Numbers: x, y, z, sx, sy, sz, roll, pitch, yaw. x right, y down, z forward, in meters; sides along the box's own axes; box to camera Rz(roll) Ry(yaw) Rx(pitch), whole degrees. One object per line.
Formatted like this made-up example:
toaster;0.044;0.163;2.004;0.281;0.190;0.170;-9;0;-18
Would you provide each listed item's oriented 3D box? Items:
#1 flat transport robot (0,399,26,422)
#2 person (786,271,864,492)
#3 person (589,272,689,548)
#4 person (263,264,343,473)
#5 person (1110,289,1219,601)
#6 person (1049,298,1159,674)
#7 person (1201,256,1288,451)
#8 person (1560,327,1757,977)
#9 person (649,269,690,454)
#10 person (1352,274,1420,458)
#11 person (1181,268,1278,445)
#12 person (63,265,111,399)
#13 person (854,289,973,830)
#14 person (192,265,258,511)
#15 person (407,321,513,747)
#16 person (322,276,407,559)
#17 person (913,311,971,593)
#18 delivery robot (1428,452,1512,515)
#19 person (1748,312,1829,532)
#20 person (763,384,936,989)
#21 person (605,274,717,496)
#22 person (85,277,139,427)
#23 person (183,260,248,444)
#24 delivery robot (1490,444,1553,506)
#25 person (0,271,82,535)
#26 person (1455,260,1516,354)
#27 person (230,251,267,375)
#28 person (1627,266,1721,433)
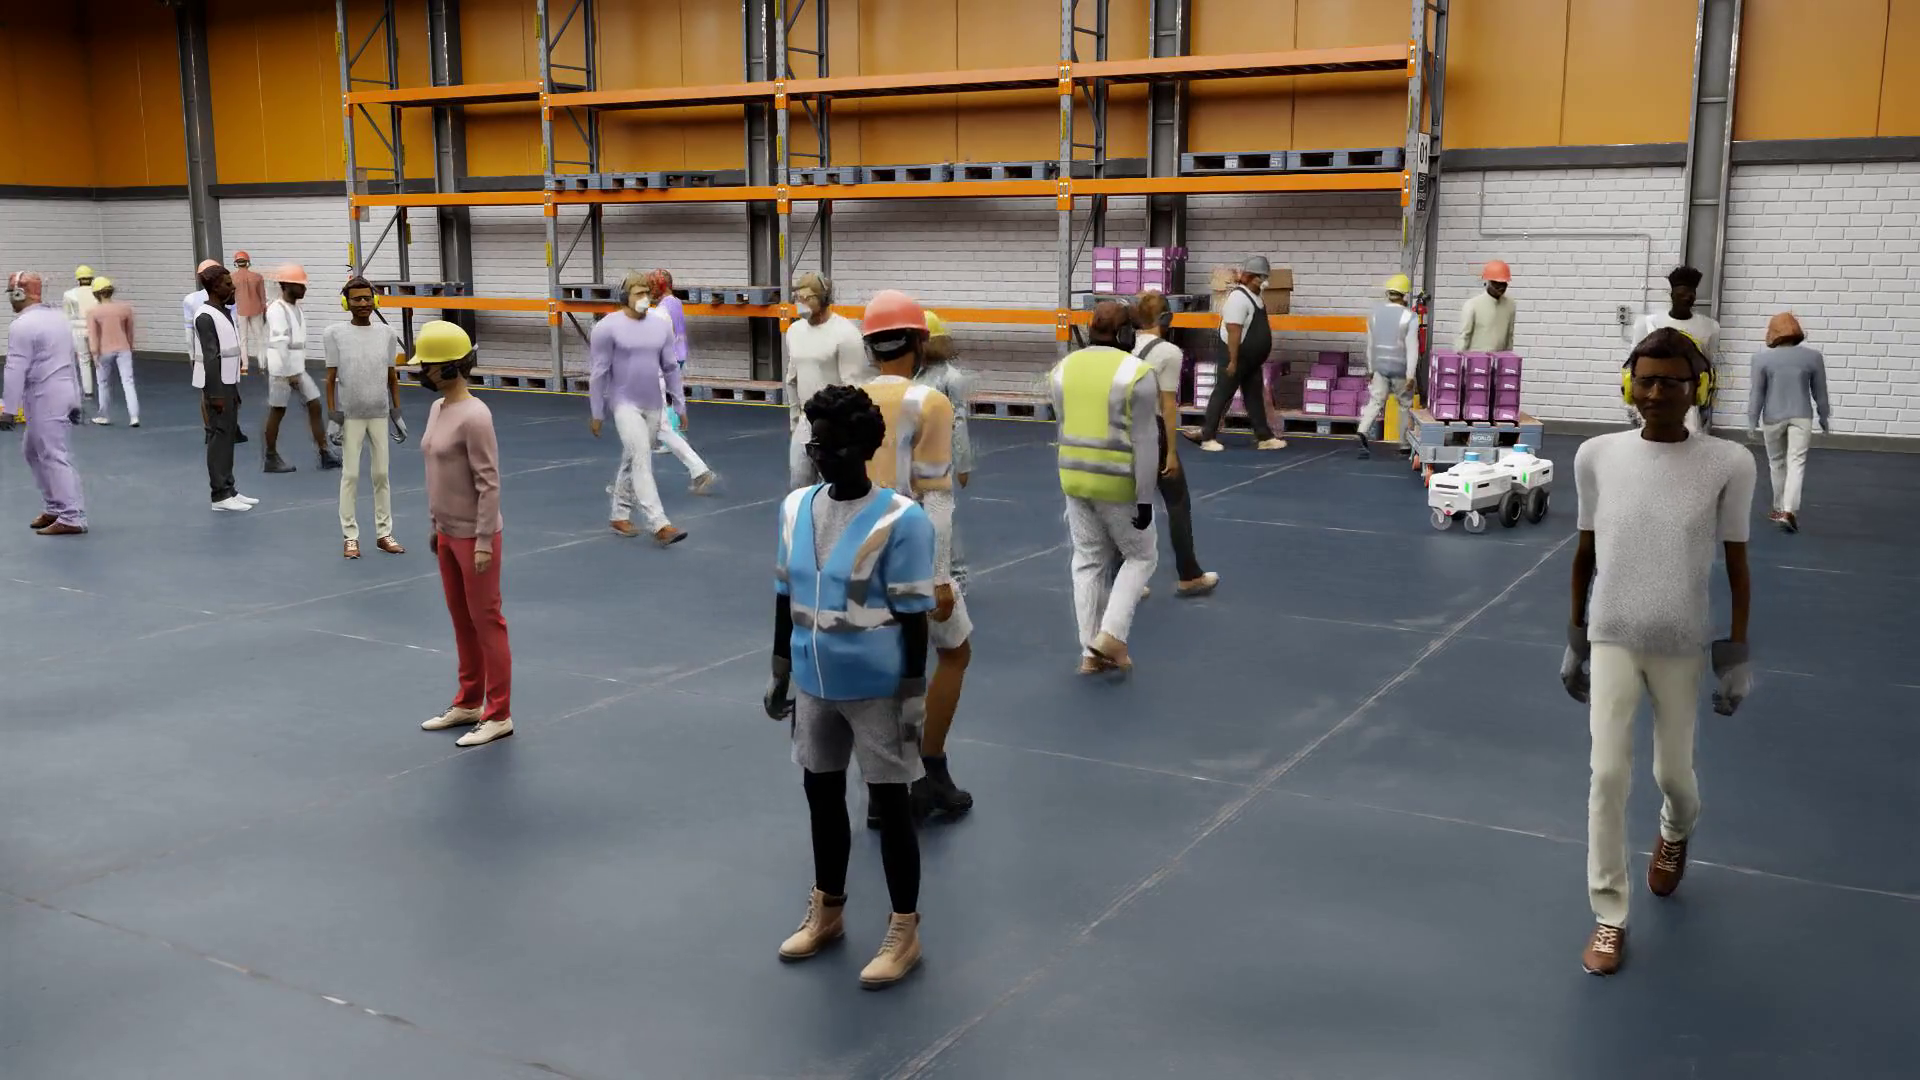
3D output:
flat transport robot;-11.313;-1.538;19.711;0.652;0.197;1.431;-7;12;-33
person;-0.821;-0.707;10.342;0.665;1.918;0.488;9;13;40
person;-2.204;-0.905;11.562;1.007;1.883;0.653;10;14;43
person;-6.008;-1.547;15.166;0.887;1.900;0.571;1;10;7
person;1.196;-0.547;9.743;0.866;1.808;0.523;-8;13;-39
person;0.711;-0.243;8.005;0.629;1.824;0.442;8;13;39
person;2.857;-1.910;16.811;0.857;2.000;0.699;6;11;28
person;2.059;0.295;4.921;0.519;1.839;0.806;6;12;30
person;-2.900;-1.774;16.614;0.390;1.838;0.561;0;10;0
person;4.183;-1.680;16.179;0.596;1.807;0.825;10;14;43
person;2.845;-1.885;17.232;1.042;1.836;0.677;1;10;6
person;-11.787;-2.803;22.511;0.599;1.818;0.418;-7;12;-34
person;-0.192;0.069;5.966;0.583;1.909;0.572;8;13;40
person;-5.812;-1.192;13.081;0.388;1.921;0.594;-2;10;-12
person;-2.082;-0.025;6.923;0.329;1.765;0.525;-8;13;-38
person;-3.964;-0.819;11.115;0.518;1.873;0.328;-8;13;-37
person;-0.250;-0.438;9.432;0.852;1.700;0.497;-10;14;-43
delivery robot;3.741;-0.399;12.193;0.477;0.478;0.707;10;14;44
person;6.083;-0.870;12.218;0.565;1.583;0.820;4;11;20
person;-0.308;0.409;4.695;0.546;1.683;0.318;7;12;35
person;-2.481;-1.269;13.757;0.931;1.852;0.583;1;10;4
person;-9.733;-2.145;19.097;0.541;1.723;0.896;-9;13;-41
person;-7.808;-1.966;17.448;0.542;1.927;0.380;-1;10;-7
delivery robot;4.267;-0.488;12.697;0.477;0.478;0.707;7;12;35
person;-6.620;-0.966;11.903;0.599;1.885;0.660;-2;10;-8
person;5.014;-1.717;16.011;0.630;1.943;0.739;-4;11;-23
person;-11.513;-3.658;26.861;0.608;1.987;0.391;-7;12;-35
person;5.149;-1.006;12.031;0.616;1.910;0.984;3;10;16
